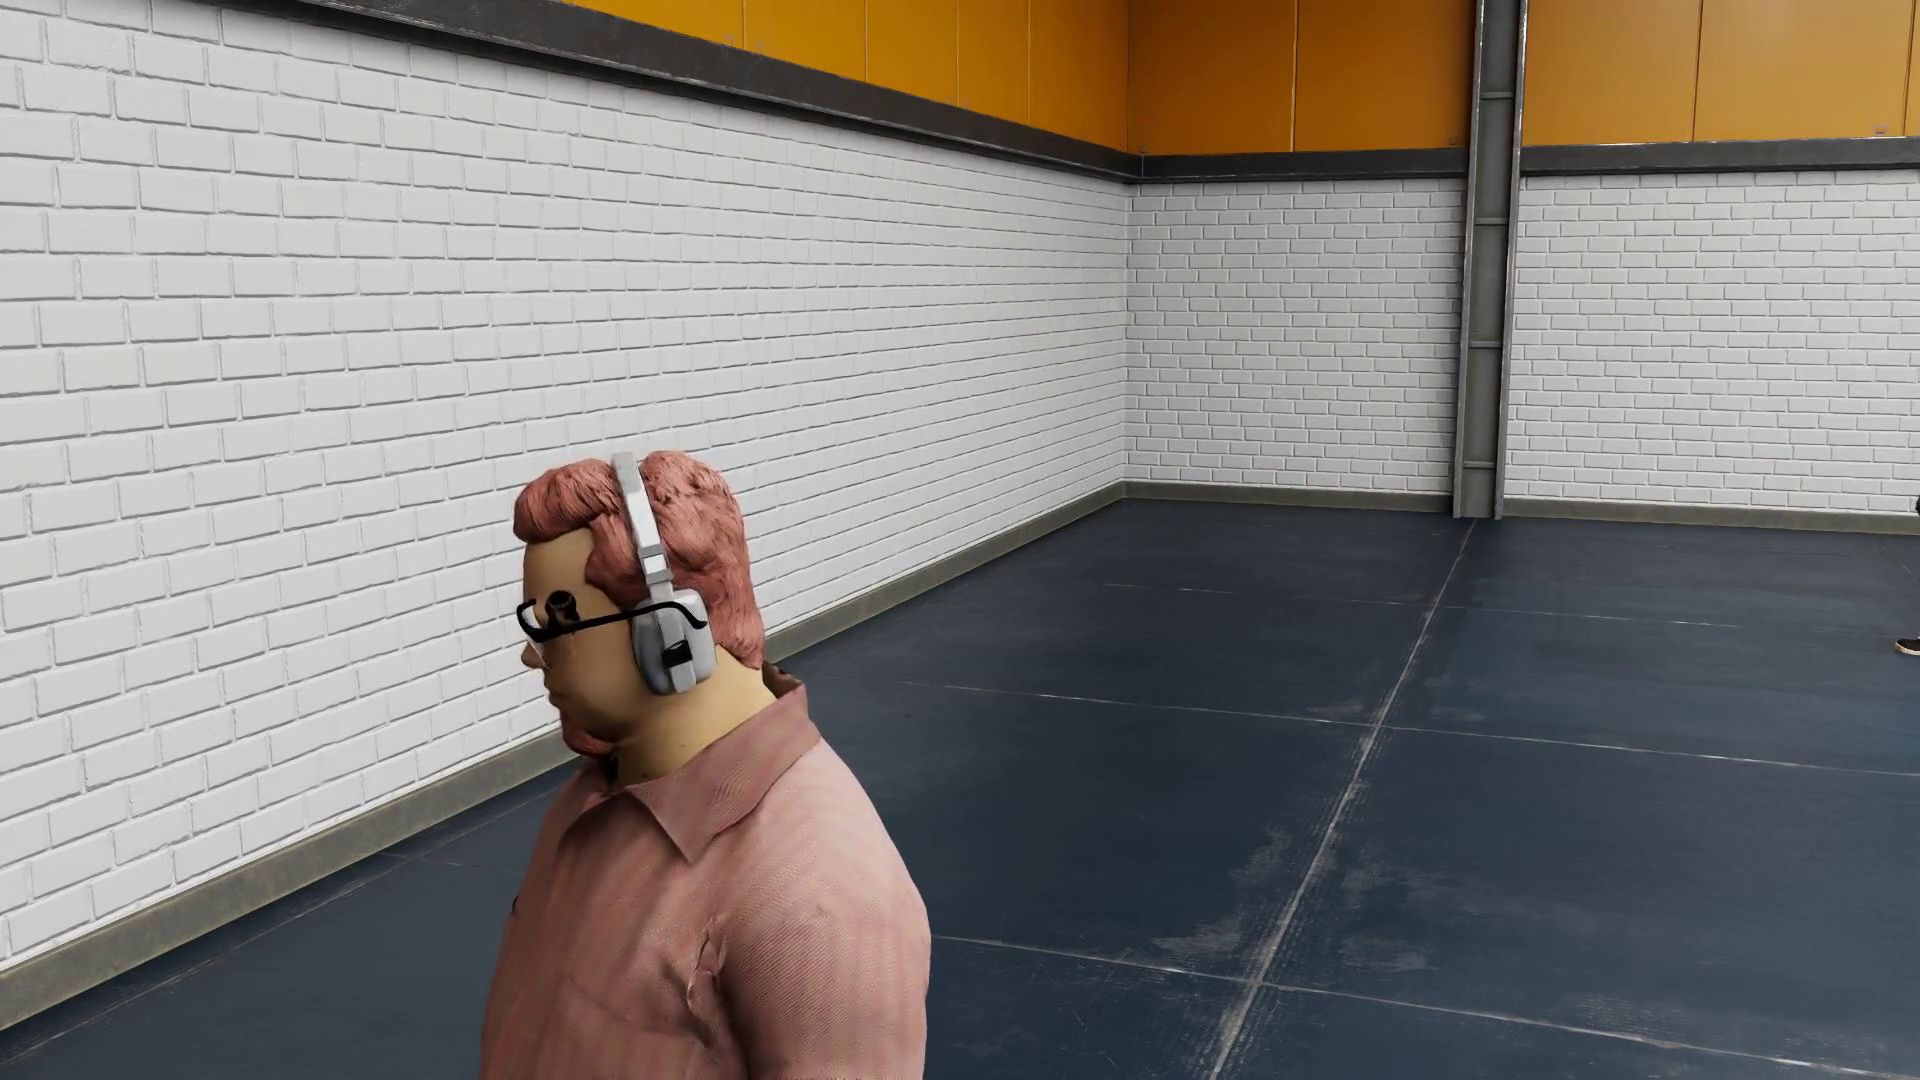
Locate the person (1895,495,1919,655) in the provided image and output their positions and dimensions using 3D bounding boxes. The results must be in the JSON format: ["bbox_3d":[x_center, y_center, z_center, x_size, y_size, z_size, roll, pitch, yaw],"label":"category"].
[{"bbox_3d":[5.404,-0.339,9.016,0.613,1.965,0.361,-6,11,-34],"label":"person"}]

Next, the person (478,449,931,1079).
[{"bbox_3d":[-0.302,0.852,1.754,0.406,1.902,0.636,-5,10,-29],"label":"person"}]
